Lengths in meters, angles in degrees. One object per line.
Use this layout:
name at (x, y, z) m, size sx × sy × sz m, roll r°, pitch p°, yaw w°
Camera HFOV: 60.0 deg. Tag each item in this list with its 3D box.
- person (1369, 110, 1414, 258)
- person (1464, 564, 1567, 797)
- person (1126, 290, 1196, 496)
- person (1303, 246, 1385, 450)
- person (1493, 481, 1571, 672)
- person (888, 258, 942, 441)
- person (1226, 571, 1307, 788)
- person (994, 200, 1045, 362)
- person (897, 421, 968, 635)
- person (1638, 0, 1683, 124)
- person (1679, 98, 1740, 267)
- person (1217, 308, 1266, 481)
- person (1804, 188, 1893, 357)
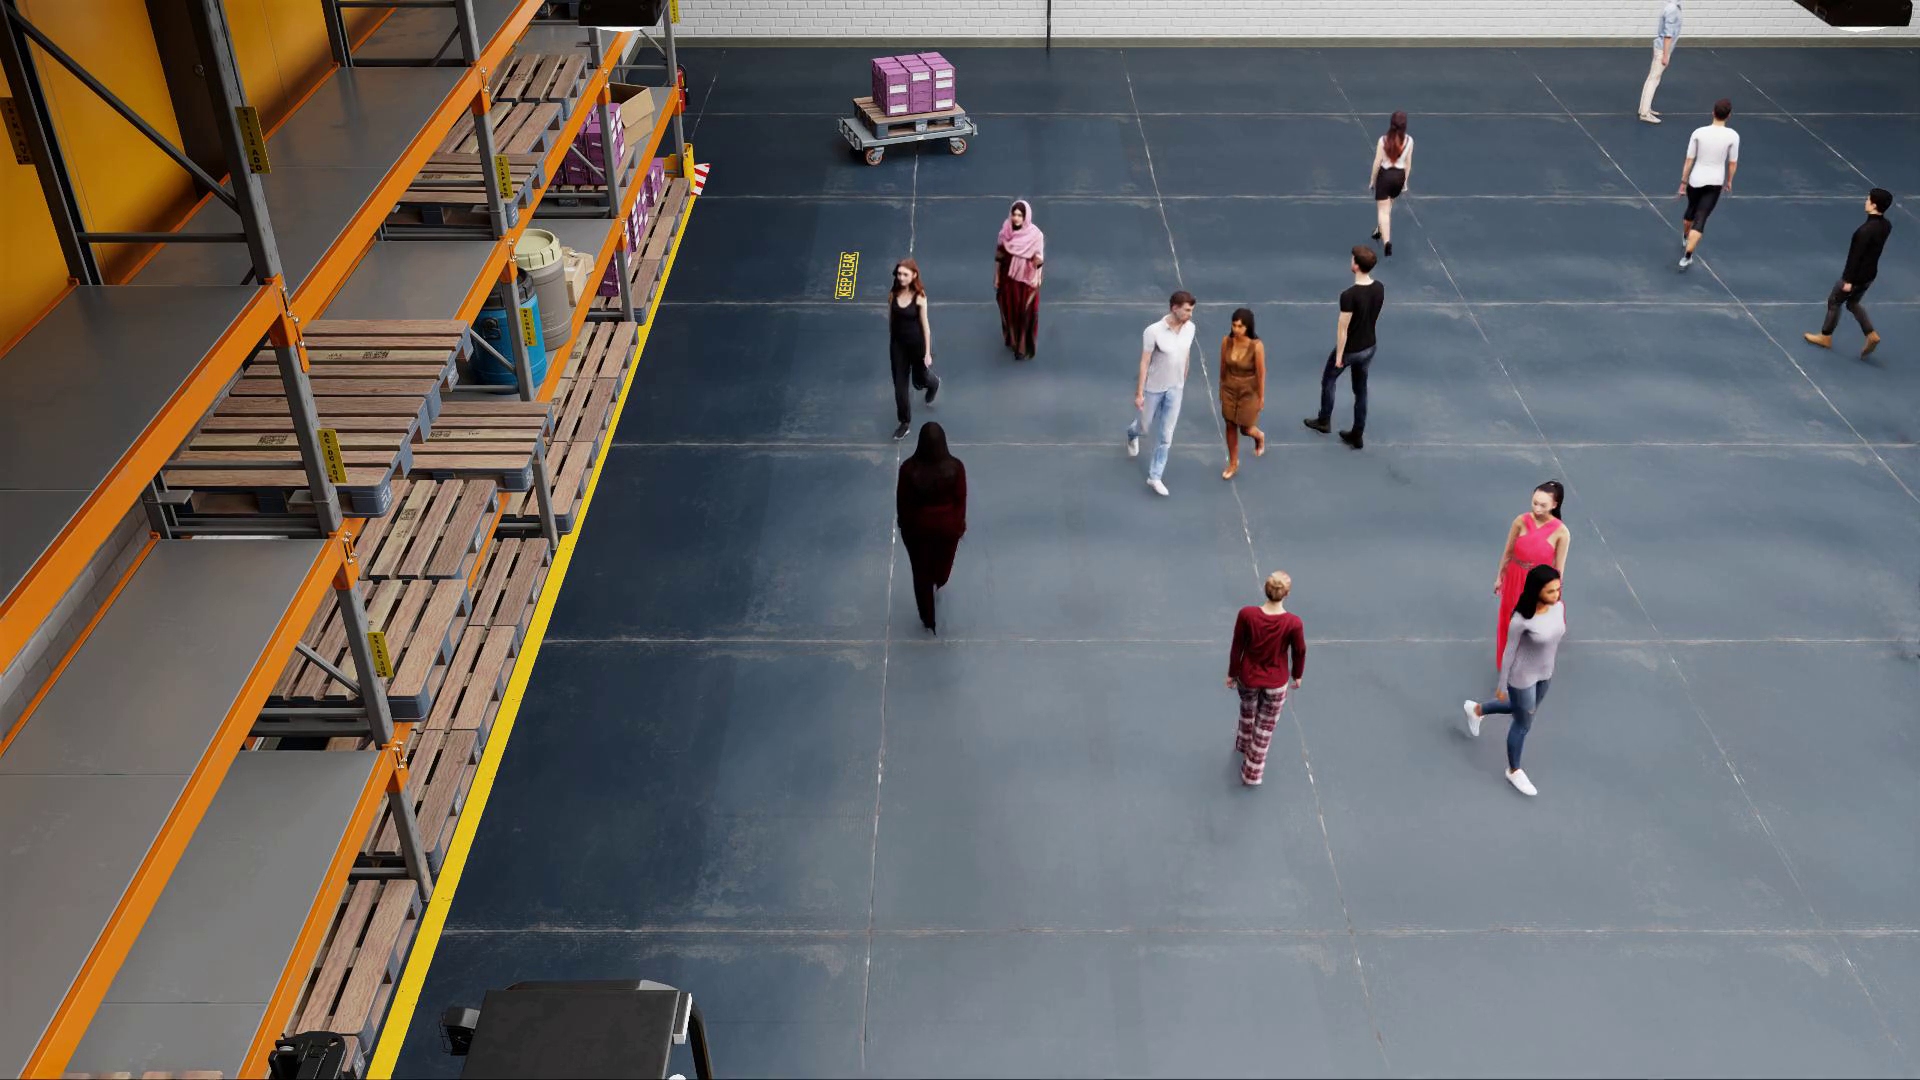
person at (4.786, -3.926, 18.489) m, size 0.573 × 1.617 × 1.049 m, roll -1°, pitch 34°, yaw -2°
person at (3.749, 0.867, 11.190) m, size 0.943 × 1.715 × 1.105 m, roll -18°, pitch 38°, yaw -25°
person at (1.717, -1.327, 14.400) m, size 0.902 × 1.816 × 1.137 m, roll -8°, pitch 35°, yaw -12°
person at (3.600, -1.677, 14.875) m, size 0.894 × 1.872 × 1.001 m, roll -15°, pitch 37°, yaw -22°
person at (4.149, 0.300, 12.050) m, size 0.786 × 1.707 × 0.852 m, roll 24°, pitch 40°, yaw 31°
person at (-0.413, -1.807, 15.214) m, size 0.880 × 1.714 × 1.184 m, roll 13°, pitch 36°, yaw 18°
person at (2.007, 0.954, 11.088) m, size 0.771 × 1.683 × 0.846 m, roll 11°, pitch 35°, yaw 16°
person at (0.604, -2.638, 16.549) m, size 0.763 × 1.620 × 0.851 m, roll 12°, pitch 35°, yaw 17°
person at (-0.198, -0.042, 12.549) m, size 0.749 × 1.724 × 1.021 m, roll -4°, pitch 34°, yaw -6°
person at (9.398, -6.563, 22.248) m, size 0.779 × 1.847 × 0.626 m, roll 11°, pitch 35°, yaw 16°
person at (8.175, -3.877, 18.245) m, size 1.098 × 1.806 × 1.308 m, roll 19°, pitch 38°, yaw 26°
person at (2.483, -1.293, 14.482) m, size 0.832 × 1.668 × 0.916 m, roll 20°, pitch 38°, yaw 27°
person at (8.960, -2.622, 16.448) m, size 0.950 × 1.704 × 1.077 m, roll -20°, pitch 39°, yaw -27°
